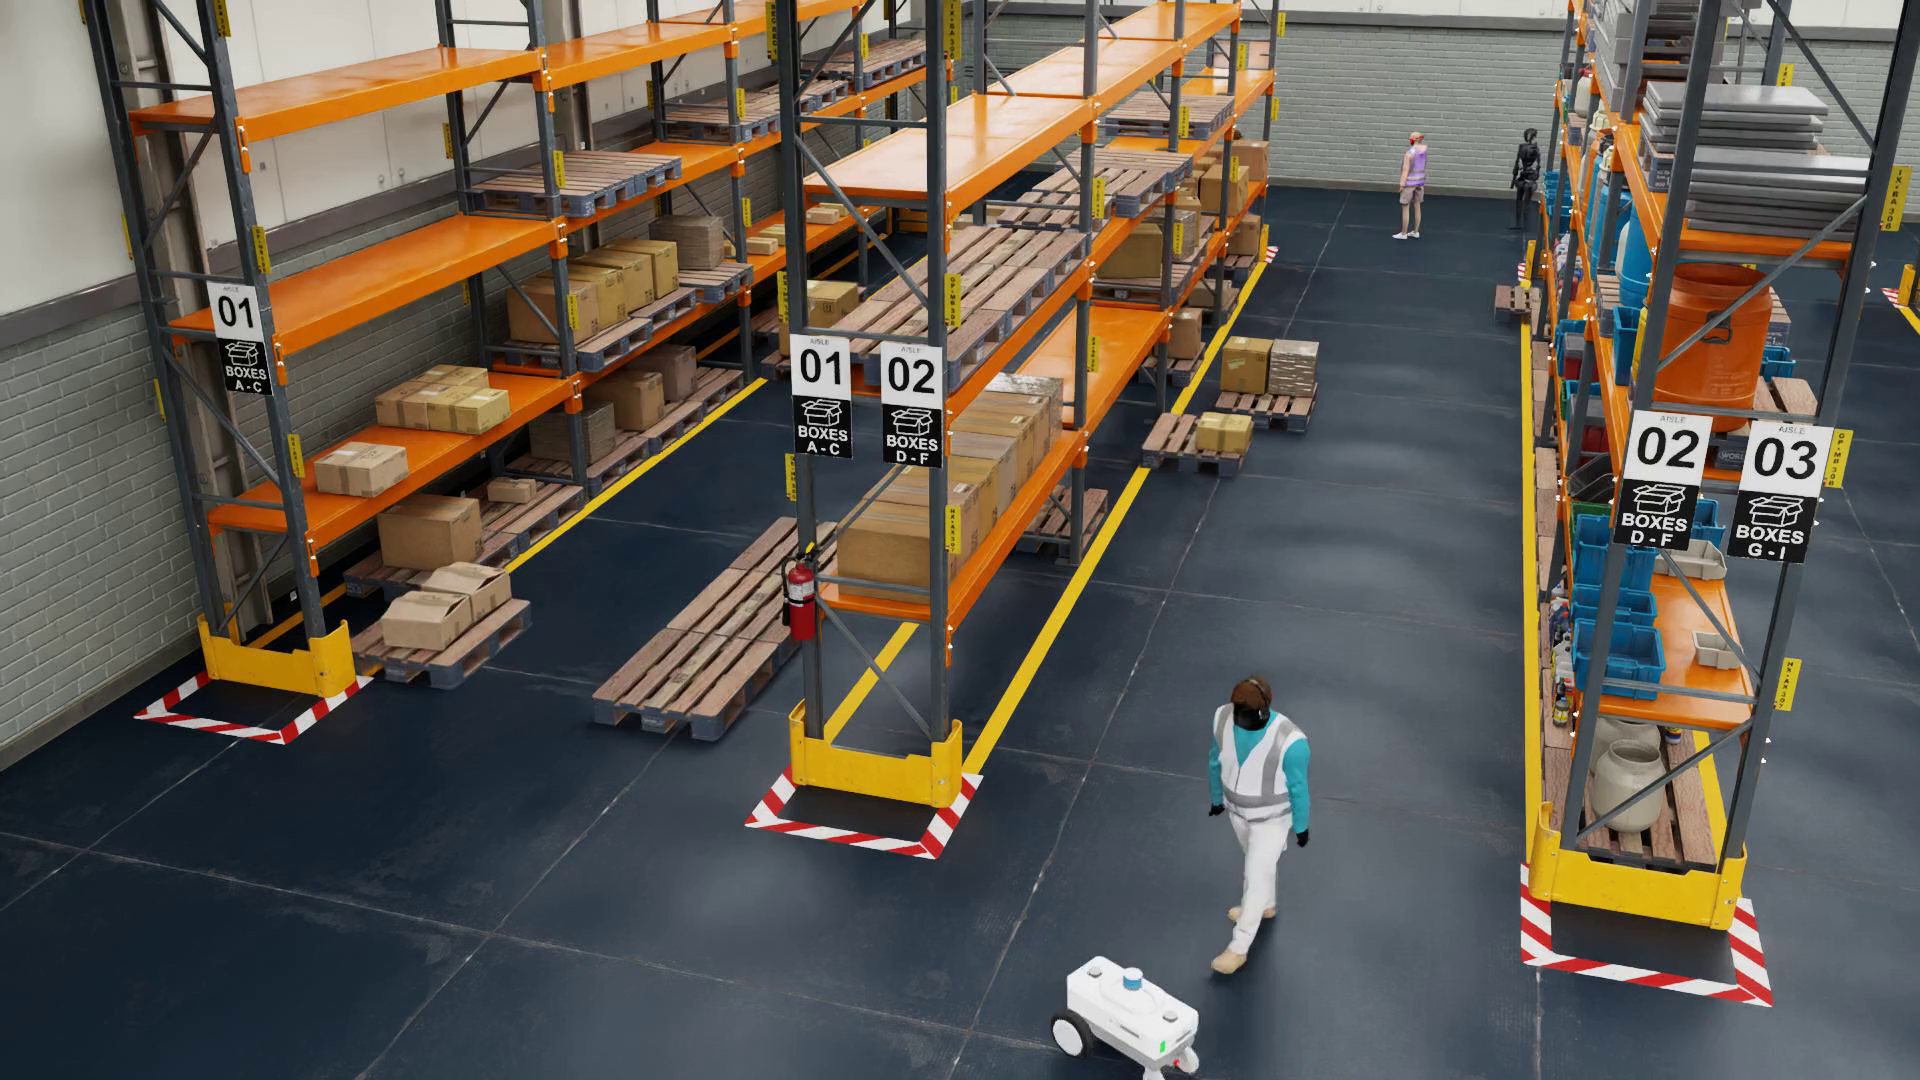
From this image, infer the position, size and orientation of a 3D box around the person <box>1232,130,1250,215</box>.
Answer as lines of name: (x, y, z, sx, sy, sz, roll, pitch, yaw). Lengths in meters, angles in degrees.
person: (4.346, -5.556, 26.152, 0.813, 1.773, 0.522, 9, 25, 19)

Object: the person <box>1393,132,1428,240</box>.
person: (7.185, -5.621, 26.418, 0.491, 1.688, 0.347, -14, 27, -28)

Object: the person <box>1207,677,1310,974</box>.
person: (1.656, 1.584, 9.591, 0.798, 1.791, 0.648, -19, 30, -37)

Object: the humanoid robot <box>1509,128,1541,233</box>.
humanoid robot: (9.151, -5.813, 26.877, 0.311, 1.659, 0.616, -9, 25, -20)

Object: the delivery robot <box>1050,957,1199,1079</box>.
delivery robot: (0.894, 2.558, 8.901, 0.805, 0.612, 0.499, 21, 31, 40)
